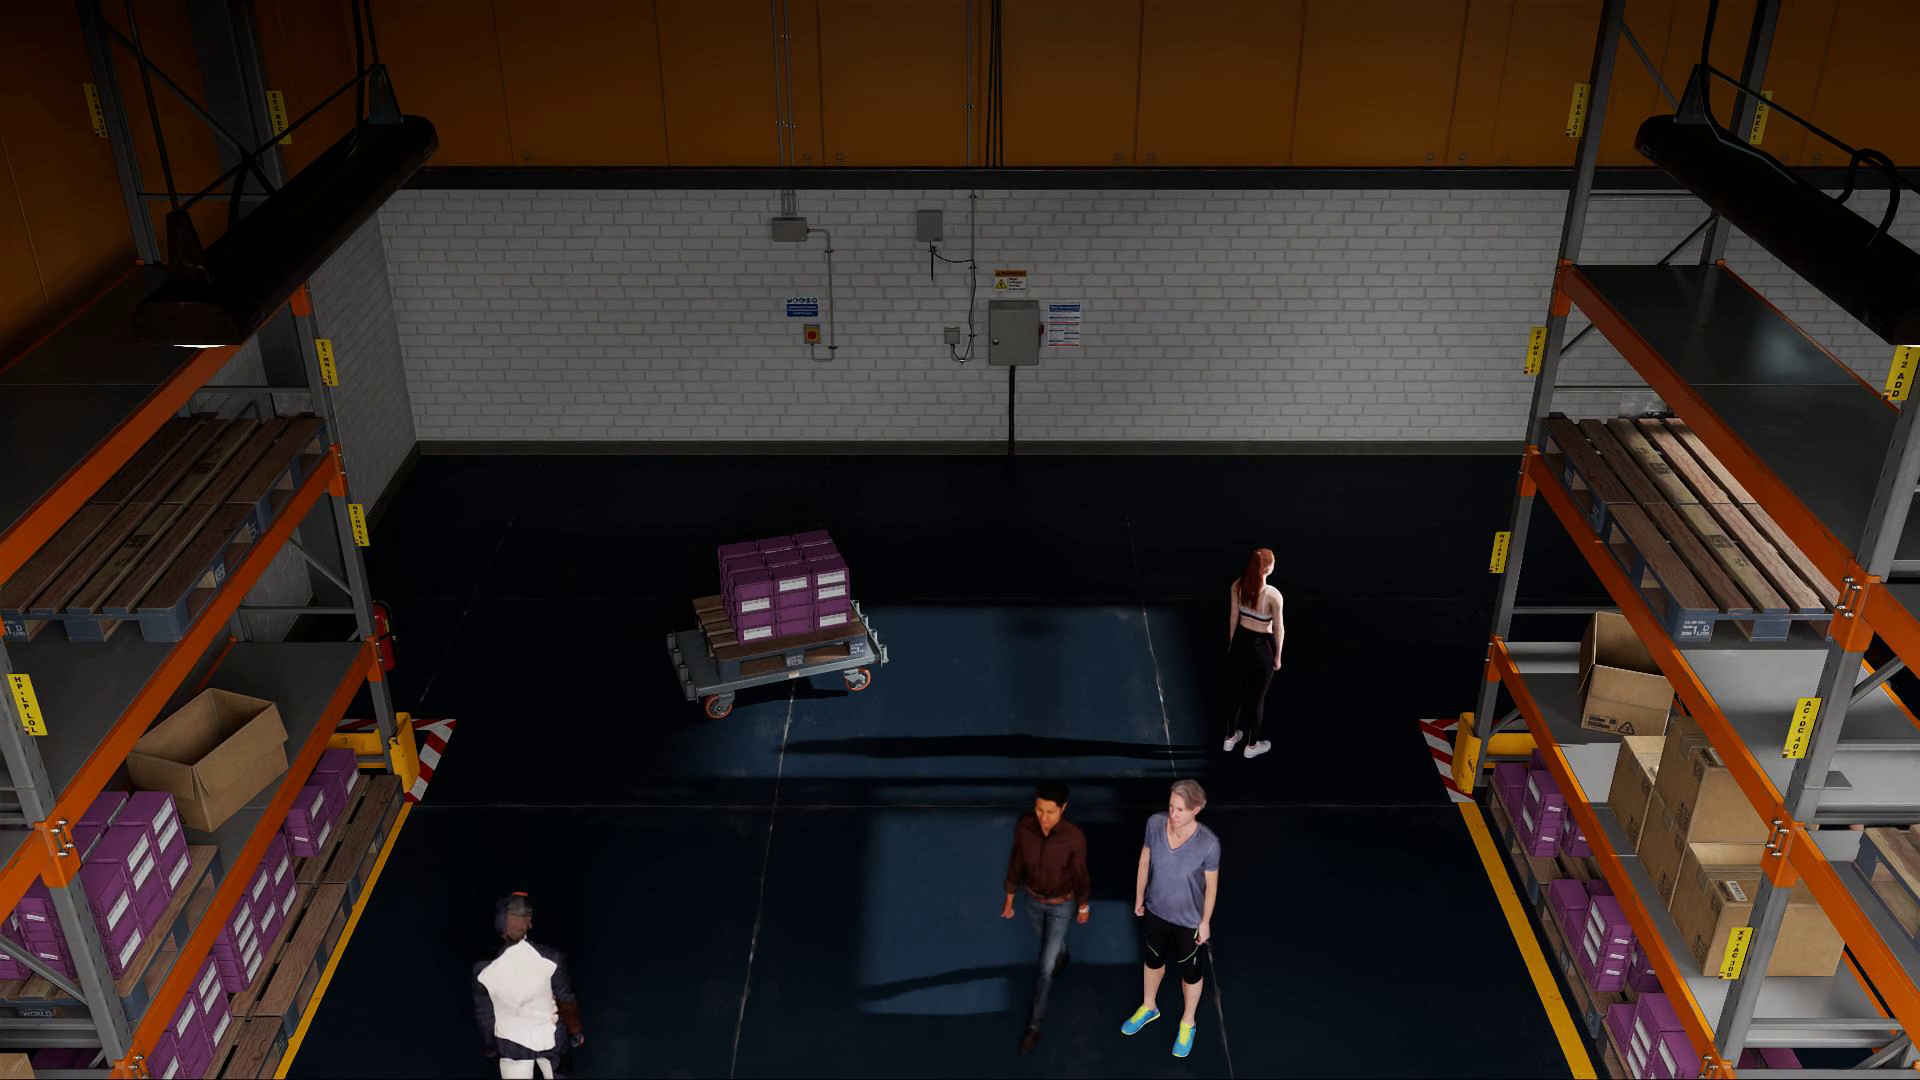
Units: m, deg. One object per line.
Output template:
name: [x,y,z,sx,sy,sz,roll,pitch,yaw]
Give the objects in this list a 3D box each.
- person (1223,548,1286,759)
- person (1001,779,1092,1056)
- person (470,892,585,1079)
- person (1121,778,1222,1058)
person: [2.190,0.837,12.490,0.658,1.742,0.694,21,35,33]
person: [0.569,2.144,10.110,1.037,1.727,1.256,15,32,25]
person: [-2.311,2.678,8.959,0.734,1.891,0.649,-5,29,-10]
person: [1.276,2.198,9.842,0.749,1.889,0.766,17,33,28]
